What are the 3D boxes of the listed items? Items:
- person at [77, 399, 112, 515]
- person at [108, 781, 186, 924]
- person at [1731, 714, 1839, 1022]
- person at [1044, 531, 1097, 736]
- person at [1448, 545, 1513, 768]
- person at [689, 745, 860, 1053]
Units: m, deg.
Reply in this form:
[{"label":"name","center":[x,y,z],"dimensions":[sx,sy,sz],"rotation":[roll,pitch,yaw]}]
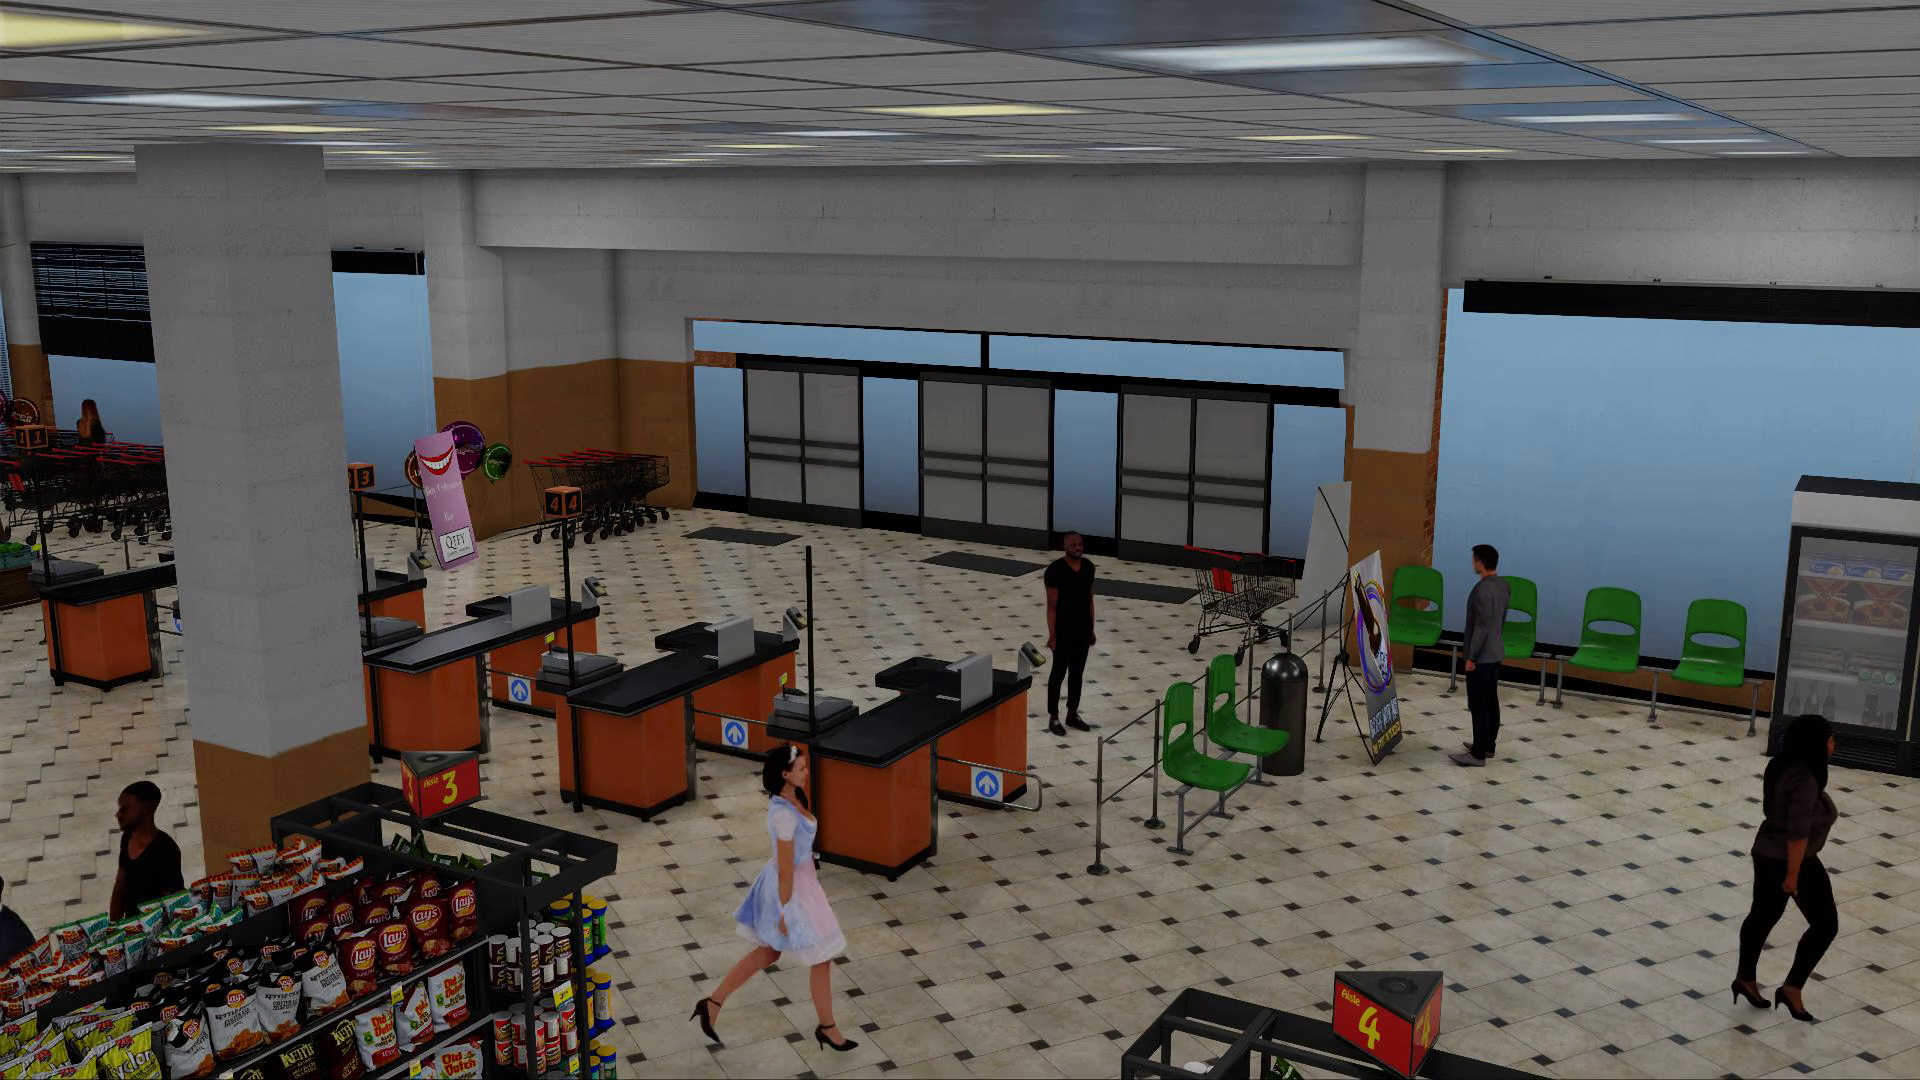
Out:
[{"label":"person","center":[-12.869,-1.233,24.654],"dimensions":[0.605,1.710,0.561],"rotation":[5,13,23]},{"label":"person","center":[-4.099,2.096,8.715],"dimensions":[1.296,1.764,0.922],"rotation":[-10,16,-40]},{"label":"person","center":[4.661,1.881,9.586],"dimensions":[0.860,1.826,0.784],"rotation":[0,12,1]},{"label":"person","center":[0.976,0.803,14.721],"dimensions":[0.663,1.819,0.801],"rotation":[-7,14,-30]},{"label":"person","center":[4.379,0.949,13.899],"dimensions":[0.776,1.872,0.583],"rotation":[9,15,37]},{"label":"person","center":[-1.025,2.005,9.094],"dimensions":[1.138,1.786,1.180],"rotation":[-1,12,-6]}]
